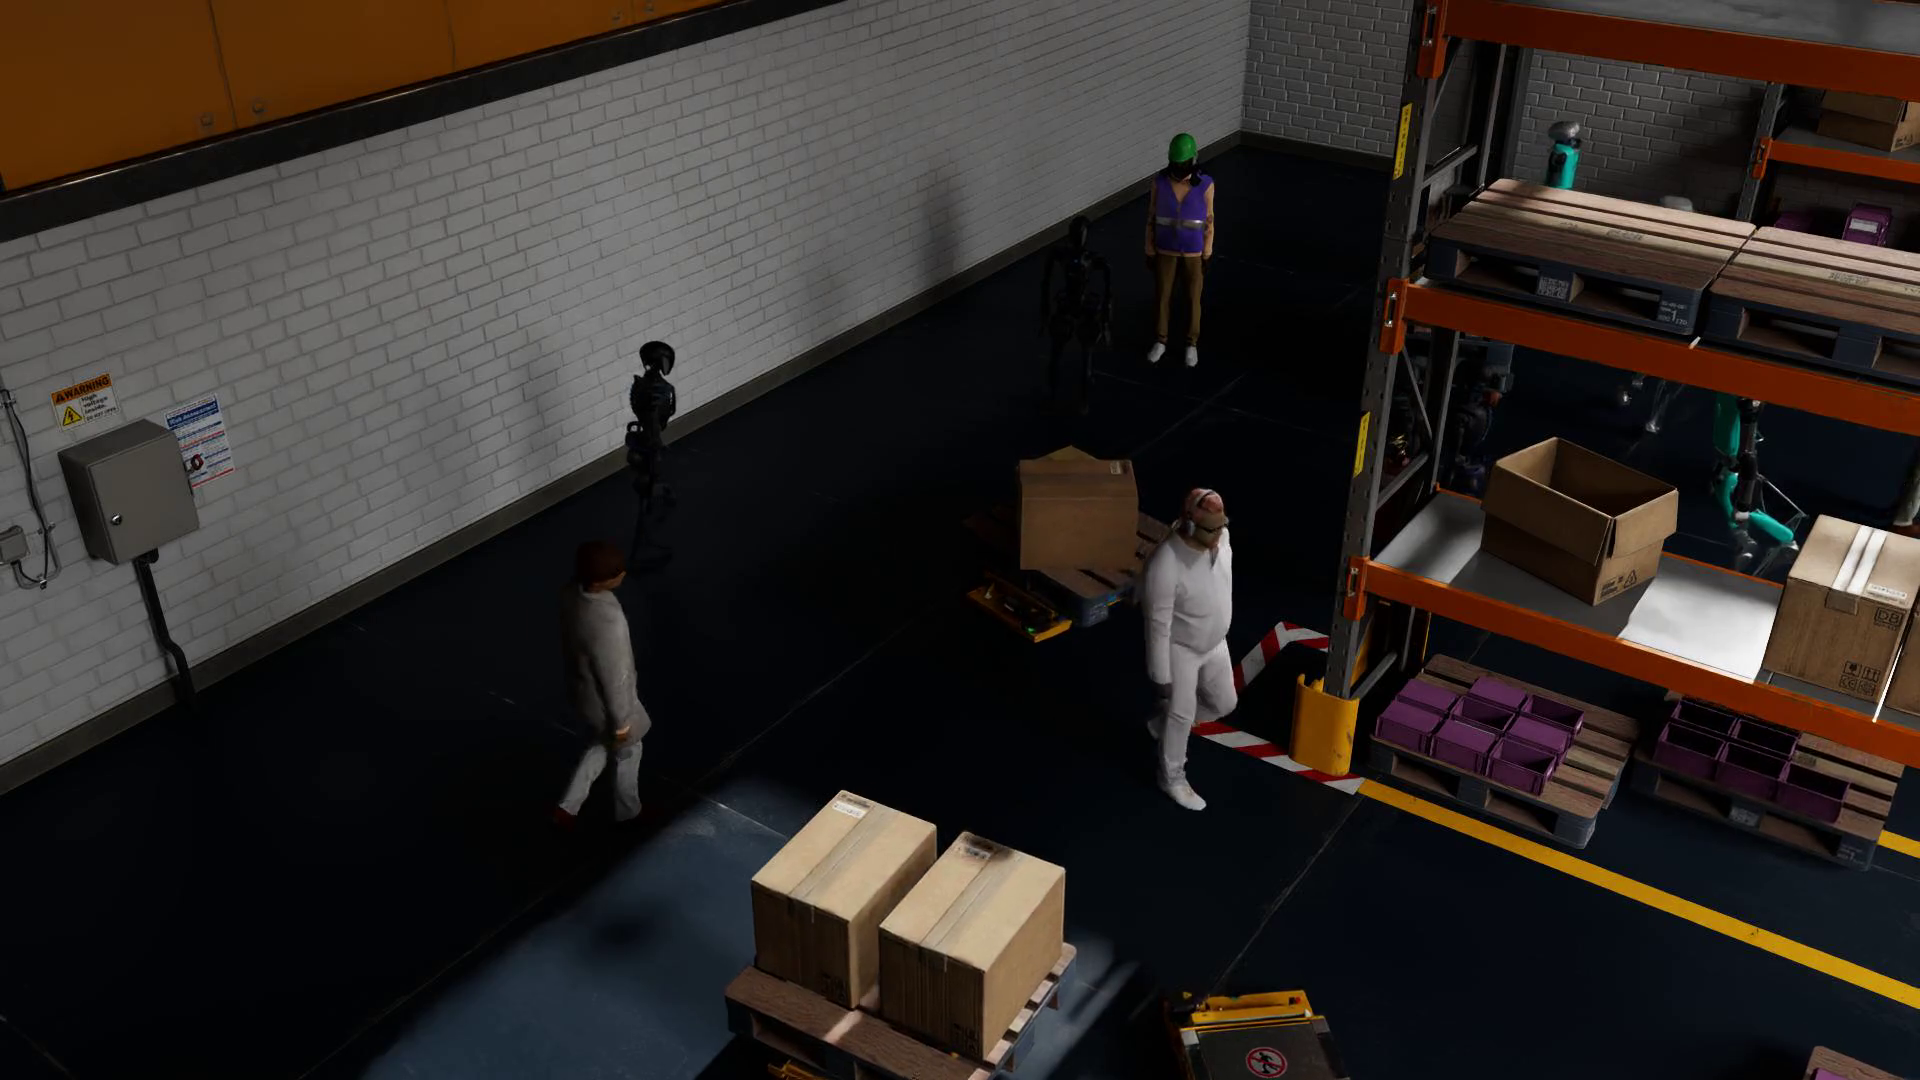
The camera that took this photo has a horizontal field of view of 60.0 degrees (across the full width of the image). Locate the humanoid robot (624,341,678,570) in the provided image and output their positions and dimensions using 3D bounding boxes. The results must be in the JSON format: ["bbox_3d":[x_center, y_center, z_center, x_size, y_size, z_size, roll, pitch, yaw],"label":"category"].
[{"bbox_3d":[-1.992,-0.525,10.550,0.473,1.632,0.620,-6,30,-10],"label":"humanoid robot"}]

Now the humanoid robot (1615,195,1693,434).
[{"bbox_3d":[5.210,-1.587,12.359,0.549,1.745,0.998,3,30,6],"label":"humanoid robot"}]

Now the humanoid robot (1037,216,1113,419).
[{"bbox_3d":[0.867,-1.668,12.521,0.588,1.637,0.352,8,31,14],"label":"humanoid robot"}]

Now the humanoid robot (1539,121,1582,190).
[{"bbox_3d":[4.862,-2.709,14.379,0.755,1.902,0.559,18,35,29],"label":"humanoid robot"}]

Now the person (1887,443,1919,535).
[{"bbox_3d":[6.554,-0.878,10.969,0.606,1.859,0.577,-6,31,-11],"label":"person"}]

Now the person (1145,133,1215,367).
[{"bbox_3d":[1.773,-2.359,13.483,0.548,1.920,0.429,7,31,11],"label":"person"}]

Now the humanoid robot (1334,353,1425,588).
[{"bbox_3d":[2.605,-0.399,10.329,0.362,1.646,0.589,-5,30,-8],"label":"humanoid robot"}]

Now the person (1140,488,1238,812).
[{"bbox_3d":[1.166,0.549,8.470,0.453,1.885,0.659,23,37,35],"label":"person"}]

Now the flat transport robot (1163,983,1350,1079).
[{"bbox_3d":[1.315,2.403,6.871,0.659,0.231,1.431,-3,30,-6],"label":"flat transport robot"}]

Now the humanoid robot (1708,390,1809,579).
[{"bbox_3d":[4.868,-0.269,10.166,0.785,1.884,0.537,1,30,2],"label":"humanoid robot"}]

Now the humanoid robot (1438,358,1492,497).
[{"bbox_3d":[3.017,-0.331,10.208,0.339,1.649,0.605,14,33,23],"label":"humanoid robot"}]

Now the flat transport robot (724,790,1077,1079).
[{"bbox_3d":[-0.243,2.133,7.339,0.659,0.231,1.431,16,34,26],"label":"flat transport robot"}]

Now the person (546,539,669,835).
[{"bbox_3d":[-1.767,0.774,8.144,0.567,1.809,0.520,-23,37,-34],"label":"person"}]

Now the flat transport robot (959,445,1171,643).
[{"bbox_3d":[0.791,0.217,10.664,1.431,0.231,0.659,-23,37,-34],"label":"flat transport robot"}]
